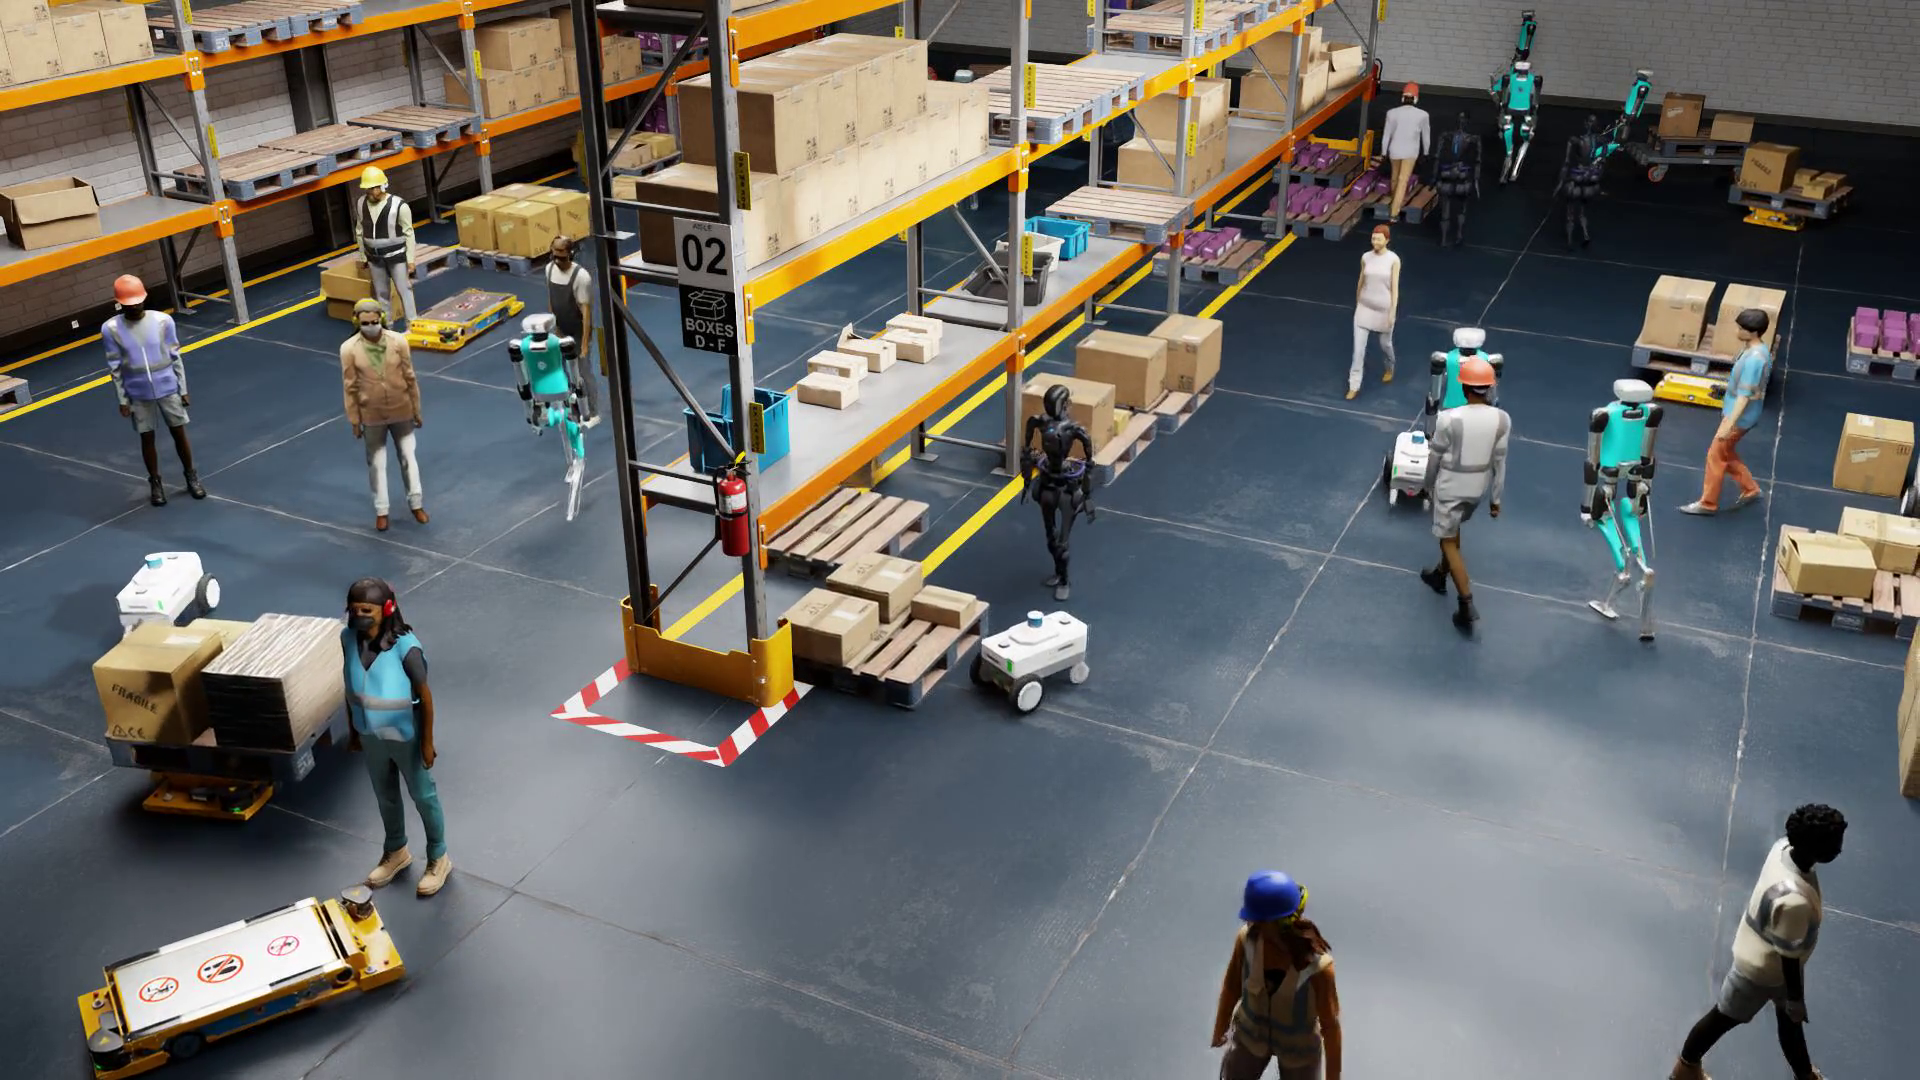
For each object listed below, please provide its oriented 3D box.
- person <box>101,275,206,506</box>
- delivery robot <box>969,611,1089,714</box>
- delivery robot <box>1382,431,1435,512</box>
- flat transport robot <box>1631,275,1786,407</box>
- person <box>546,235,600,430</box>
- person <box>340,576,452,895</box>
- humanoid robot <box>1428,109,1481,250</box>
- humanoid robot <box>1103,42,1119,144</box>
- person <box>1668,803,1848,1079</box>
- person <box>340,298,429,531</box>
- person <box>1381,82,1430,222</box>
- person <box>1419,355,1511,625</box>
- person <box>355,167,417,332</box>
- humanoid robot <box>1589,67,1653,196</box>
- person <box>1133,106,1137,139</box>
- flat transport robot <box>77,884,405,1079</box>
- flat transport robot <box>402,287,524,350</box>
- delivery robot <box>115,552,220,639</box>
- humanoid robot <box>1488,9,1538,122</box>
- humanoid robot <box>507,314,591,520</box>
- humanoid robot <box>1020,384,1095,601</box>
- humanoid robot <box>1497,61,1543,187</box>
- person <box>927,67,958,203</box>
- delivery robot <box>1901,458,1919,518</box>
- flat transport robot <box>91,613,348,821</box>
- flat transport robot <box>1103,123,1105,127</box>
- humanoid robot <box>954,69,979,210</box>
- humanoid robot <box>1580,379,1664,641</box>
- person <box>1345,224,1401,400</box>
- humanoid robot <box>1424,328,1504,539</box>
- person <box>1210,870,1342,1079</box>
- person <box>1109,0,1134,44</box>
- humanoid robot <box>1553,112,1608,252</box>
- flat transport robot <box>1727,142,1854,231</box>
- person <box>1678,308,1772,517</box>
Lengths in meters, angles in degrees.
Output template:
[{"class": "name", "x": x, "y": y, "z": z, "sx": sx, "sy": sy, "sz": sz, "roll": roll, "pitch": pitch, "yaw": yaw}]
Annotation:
[{"class": "person", "x": -6.473, "y": -1.196, "z": 13.324, "sx": 0.539, "sy": 1.929, "sz": 0.377, "roll": -13, "pitch": 29, "yaw": -25}, {"class": "delivery robot", "x": 0.488, "y": 0.745, "z": 10.934, "sx": 0.766, "sy": 0.580, "sz": 0.499, "roll": -18, "pitch": 32, "yaw": -33}, {"class": "delivery robot", "x": 3.742, "y": -0.611, "z": 13.690, "sx": 0.499, "sy": 0.595, "sz": 0.770, "roll": 8, "pitch": 27, "yaw": 15}, {"class": "flat transport robot", "x": 7.167, "y": -1.629, "z": 16.070, "sx": 0.659, "sy": 0.231, "sz": 1.431, "roll": 14, "pitch": 29, "yaw": 26}, {"class": "person", "x": -3.442, "y": -1.829, "z": 14.731, "sx": 0.543, "sy": 1.813, "sz": 0.438, "roll": 14, "pitch": 30, "yaw": 27}, {"class": "person", "x": -3.031, "y": 1.038, "z": 8.882, "sx": 0.534, "sy": 1.865, "sz": 0.387, "roll": 7, "pitch": 27, "yaw": 14}, {"class": "humanoid robot", "x": 5.946, "y": -4.314, "z": 19.930, "sx": 0.614, "sy": 1.640, "sz": 0.544, "roll": 13, "pitch": 29, "yaw": 25}, {"class": "humanoid robot", "x": 2.203, "y": -6.752, "z": 24.829, "sx": 0.439, "sy": 1.656, "sz": 0.592, "roll": -7, "pitch": 27, "yaw": -14}, {"class": "person", "x": 3.705, "y": 1.894, "z": 7.377, "sx": 0.842, "sy": 1.651, "sz": 0.552, "roll": 13, "pitch": 29, "yaw": 25}, {"class": "person", "x": -4.500, "y": -0.996, "z": 12.995, "sx": 0.558, "sy": 1.870, "sz": 0.398, "roll": -13, "pitch": 29, "yaw": -24}, {"class": "person", "x": 5.666, "y": -4.956, "z": 21.172, "sx": 0.571, "sy": 1.701, "sz": 0.918, "roll": 13, "pitch": 29, "yaw": 25}, {"class": "person", "x": 3.553, "y": -0.355, "z": 11.664, "sx": 0.527, "sy": 1.895, "sz": 0.898, "roll": -7, "pitch": 27, "yaw": -14}, {"class": "person", "x": -5.794, "y": -2.865, "z": 16.804, "sx": 0.599, "sy": 1.829, "sz": 0.404, "roll": 4, "pitch": 27, "yaw": 9}, {"class": "humanoid robot", "x": 8.568, "y": -5.297, "z": 21.928, "sx": 0.767, "sy": 1.860, "sz": 0.531, "roll": 7, "pitch": 27, "yaw": 14}, {"class": "person", "x": 2.681, "y": -6.567, "z": 24.287, "sx": 0.363, "sy": 1.828, "sz": 0.517, "roll": -21, "pitch": 33, "yaw": -35}, {"class": "flat transport robot", "x": -3.601, "y": 2.199, "z": 8.337, "sx": 1.431, "sy": 0.231, "sz": 0.659, "roll": -16, "pitch": 30, "yaw": -29}, {"class": "flat transport robot", "x": -5.236, "y": -2.330, "z": 17.484, "sx": 0.659, "sy": 0.231, "sz": 1.431, "roll": 7, "pitch": 27, "yaw": 15}, {"class": "delivery robot", "x": -5.606, "y": 0.376, "z": 11.710, "sx": 0.499, "sy": 0.606, "sz": 0.796, "roll": 0, "pitch": 26, "yaw": 0}, {"class": "humanoid robot", "x": 8.560, "y": -7.417, "z": 25.990, "sx": 0.706, "sy": 1.695, "sz": 0.530, "roll": 4, "pitch": 27, "yaw": 7}, {"class": "humanoid robot", "x": -3.196, "y": -1.091, "z": 13.431, "sx": 0.555, "sy": 1.769, "sz": 1.056, "roll": 0, "pitch": 26, "yaw": 1}, {"class": "humanoid robot", "x": 0.703, "y": -0.375, "z": 11.956, "sx": 0.613, "sy": 1.632, "sz": 0.503, "roll": 14, "pitch": 30, "yaw": 26}, {"class": "humanoid robot", "x": 7.528, "y": -5.613, "z": 22.453, "sx": 0.548, "sy": 1.733, "sz": 1.010, "roll": 11, "pitch": 28, "yaw": 20}, {"class": "person", "x": -0.256, "y": -5.229, "z": 21.621, "sx": 0.677, "sy": 1.801, "sz": 0.522, "roll": 2, "pitch": 26, "yaw": 3}, {"class": "delivery robot", "x": 7.886, "y": -0.437, "z": 13.360, "sx": 0.499, "sy": 0.614, "sz": 0.817, "roll": 12, "pitch": 29, "yaw": 23}, {"class": "flat transport robot", "x": -4.345, "y": 1.234, "z": 10.286, "sx": 0.659, "sy": 0.231, "sz": 1.431, "roll": 4, "pitch": 27, "yaw": 8}, {"class": "flat transport robot", "x": 1.491, "y": -6.492, "z": 25.892, "sx": 1.431, "sy": 0.231, "sz": 0.659, "roll": -16, "pitch": 30, "yaw": -29}, {"class": "humanoid robot", "x": 0.049, "y": -5.125, "z": 21.432, "sx": 0.530, "sy": 1.748, "sz": 0.697, "roll": 1, "pitch": 26, "yaw": 3}, {"class": "humanoid robot", "x": 4.645, "y": -0.117, "z": 11.460, "sx": 0.531, "sy": 1.855, "sz": 0.852, "roll": -6, "pitch": 27, "yaw": -12}, {"class": "person", "x": 3.928, "y": -2.174, "z": 15.627, "sx": 0.440, "sy": 1.630, "sz": 0.753, "roll": 15, "pitch": 30, "yaw": 28}, {"class": "humanoid robot", "x": 3.847, "y": -0.859, "z": 12.902, "sx": 0.553, "sy": 1.810, "sz": 0.828, "roll": 6, "pitch": 27, "yaw": 11}, {"class": "person", "x": 1.335, "y": 2.087, "z": 6.897, "sx": 0.615, "sy": 1.753, "sz": 0.456, "roll": 15, "pitch": 30, "yaw": 27}, {"class": "person", "x": 2.808, "y": -9.028, "z": 29.160, "sx": 0.458, "sy": 1.921, "sz": 0.529, "roll": -19, "pitch": 32, "yaw": -34}, {"class": "humanoid robot", "x": 7.391, "y": -4.245, "z": 19.774, "sx": 0.584, "sy": 1.644, "sz": 0.379, "roll": -5, "pitch": 27, "yaw": -10}, {"class": "flat transport robot", "x": 10.639, "y": -4.234, "z": 21.331, "sx": 0.659, "sy": 0.231, "sz": 1.431, "roll": 22, "pitch": 34, "yaw": 37}, {"class": "person", "x": 6.165, "y": -0.969, "z": 13.070, "sx": 0.680, "sy": 1.740, "sz": 0.624, "roll": 12, "pitch": 29, "yaw": 23}]
